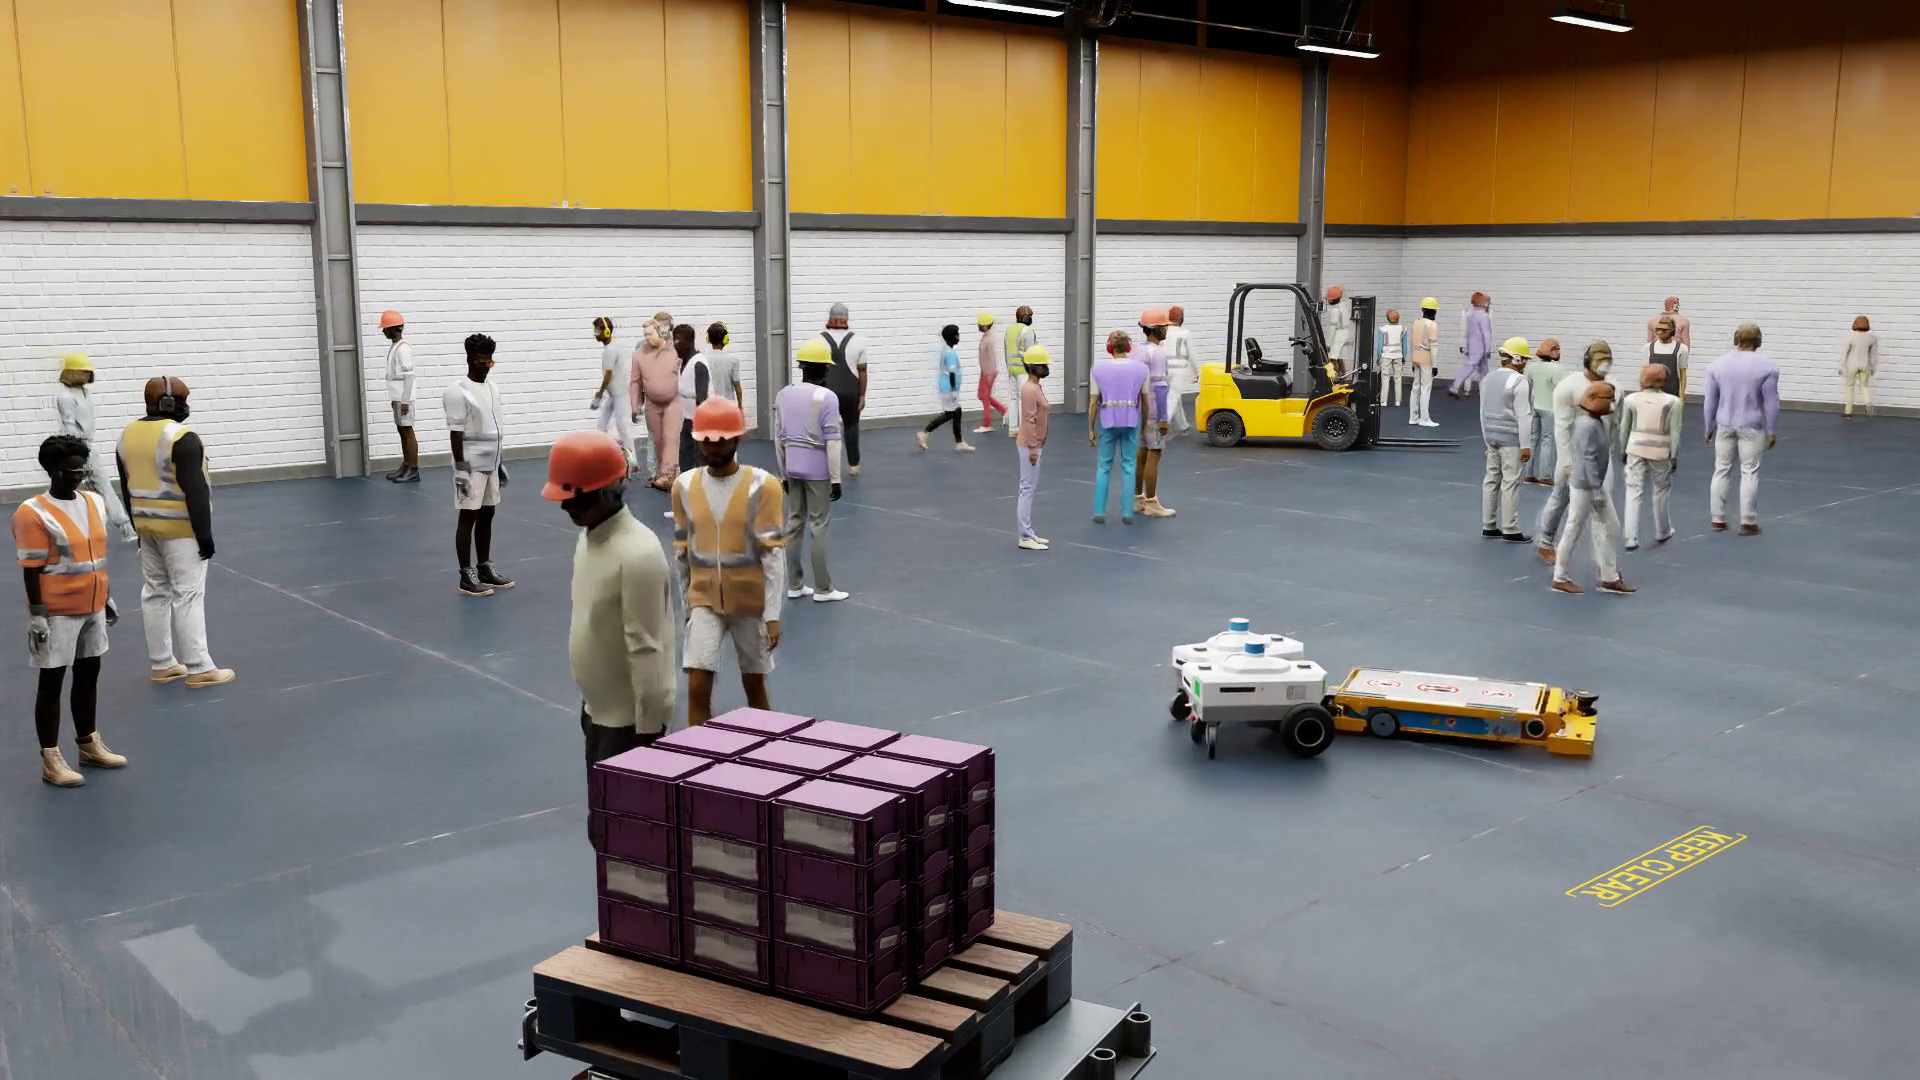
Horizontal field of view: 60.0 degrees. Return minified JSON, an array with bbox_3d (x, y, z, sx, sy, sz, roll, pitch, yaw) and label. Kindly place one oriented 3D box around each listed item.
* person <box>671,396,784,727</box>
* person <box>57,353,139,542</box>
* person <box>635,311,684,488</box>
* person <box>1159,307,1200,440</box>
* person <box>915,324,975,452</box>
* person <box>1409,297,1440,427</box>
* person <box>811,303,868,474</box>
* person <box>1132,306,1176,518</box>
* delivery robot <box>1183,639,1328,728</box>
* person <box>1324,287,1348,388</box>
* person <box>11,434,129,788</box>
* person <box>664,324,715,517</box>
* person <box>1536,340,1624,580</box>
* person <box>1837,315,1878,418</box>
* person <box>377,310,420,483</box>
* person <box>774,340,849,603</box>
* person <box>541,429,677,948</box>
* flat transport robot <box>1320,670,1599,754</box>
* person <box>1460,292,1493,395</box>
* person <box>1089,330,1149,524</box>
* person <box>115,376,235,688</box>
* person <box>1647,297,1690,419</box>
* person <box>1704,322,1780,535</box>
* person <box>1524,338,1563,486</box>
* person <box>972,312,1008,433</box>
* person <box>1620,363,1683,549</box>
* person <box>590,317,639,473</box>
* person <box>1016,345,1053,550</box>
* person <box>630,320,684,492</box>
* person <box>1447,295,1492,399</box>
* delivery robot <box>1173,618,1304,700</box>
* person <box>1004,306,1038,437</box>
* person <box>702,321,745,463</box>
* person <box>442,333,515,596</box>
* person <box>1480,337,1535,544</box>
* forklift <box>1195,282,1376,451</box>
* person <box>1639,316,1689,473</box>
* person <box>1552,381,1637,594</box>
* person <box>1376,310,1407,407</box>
[{"bbox_3d":[-1.065,0.309,7.529,0.563,1.908,0.819,1,10,9],"label":"person"},{"bbox_3d":[-7.562,-0.768,14.430,0.899,1.695,0.515,0,10,-2],"label":"person"},{"bbox_3d":[-3.244,-1.540,18.256,0.632,1.940,0.372,-1,10,-8],"label":"person"},{"bbox_3d":[3.017,-2.303,23.039,0.972,1.837,0.588,-9,13,-42],"label":"person"},{"bbox_3d":[-0.193,-1.954,21.441,0.740,1.672,0.539,-1,10,-5],"label":"person"},{"bbox_3d":[6.947,-2.655,24.815,0.372,1.925,0.595,-3,10,-19],"label":"person"},{"bbox_3d":[-1.404,-1.734,19.093,0.687,2.000,0.950,-1,10,-5],"label":"person"},{"bbox_3d":[1.881,-1.241,16.185,0.370,2.048,0.607,-3,10,-18],"label":"person"},{"bbox_3d":[1.513,0.757,8.578,0.707,0.478,0.477,-1,10,-3],"label":"delivery robot"},{"bbox_3d":[6.850,-3.606,30.240,0.392,1.993,0.753,6,11,30],"label":"person"},{"bbox_3d":[-4.296,0.328,8.037,0.320,1.690,0.537,3,10,15],"label":"person"},{"bbox_3d":[-2.492,-1.157,16.194,0.773,1.884,0.640,-5,11,-25],"label":"person"},{"bbox_3d":[4.986,-0.662,13.310,0.617,1.887,1.043,-1,10,-9],"label":"person"},{"bbox_3d":[13.965,-2.680,25.853,0.521,1.621,0.537,1,10,5],"label":"person"},{"bbox_3d":[-6.286,-1.601,18.636,0.376,1.931,0.542,-5,11,-29],"label":"person"},{"bbox_3d":[-1.095,-0.502,12.222,0.589,1.924,0.384,7,12,36],"label":"person"},{"bbox_3d":[-1.141,0.581,5.763,0.592,1.959,0.699,-6,11,-31],"label":"person"},{"bbox_3d":[2.637,0.893,8.887,1.431,0.197,0.652,4,10,22],"label":"flat transport robot"},{"bbox_3d":[9.389,-3.566,30.280,0.573,1.883,0.356,2,10,10],"label":"person"},{"bbox_3d":[1.495,-1.055,15.697,0.567,1.844,0.426,0,10,-1],"label":"person"},{"bbox_3d":[-4.627,-0.045,9.801,0.619,1.840,0.430,5,11,26],"label":"person"},{"bbox_3d":[11.033,-2.826,25.904,0.641,1.901,0.401,9,13,42],"label":"person"},{"bbox_3d":[7.127,-1.016,15.187,0.635,1.936,0.355,9,13,42],"label":"person"},{"bbox_3d":[6.476,-1.417,18.426,0.268,1.630,0.507,-5,11,-25],"label":"person"},{"bbox_3d":[0.453,-2.401,23.847,0.521,1.741,0.555,-2,10,-10],"label":"person"},{"bbox_3d":[6.032,-0.736,14.507,0.535,1.596,0.830,8,12,38],"label":"person"},{"bbox_3d":[-4.074,-1.650,19.228,0.747,1.829,0.514,-4,10,-20],"label":"person"},{"bbox_3d":[0.649,-0.805,14.452,0.316,1.769,0.523,1,10,6],"label":"person"},{"bbox_3d":[-3.221,-1.438,17.942,0.702,1.847,0.959,1,10,9],"label":"person"},{"bbox_3d":[9.116,-3.397,29.411,0.979,1.856,0.643,1,10,4],"label":"person"},{"bbox_3d":[1.518,0.671,9.080,0.707,0.478,0.477,-5,11,-27],"label":"delivery robot"},{"bbox_3d":[0.877,-2.337,23.213,0.429,1.839,0.634,-6,11,-31],"label":"person"},{"bbox_3d":[-2.454,-1.289,16.980,0.520,1.873,0.328,1,10,5],"label":"person"},{"bbox_3d":[-3.617,-0.571,12.522,0.376,1.959,0.600,3,10,16],"label":"person"},{"bbox_3d":[4.864,-0.882,14.746,0.403,1.822,0.588,-4,10,-21],"label":"person"},{"bbox_3d":[4.328,-2.346,22.227,2.313,2.155,1.214,3,10,16],"label":"forklift"},{"bbox_3d":[8.149,-1.673,19.313,0.517,1.841,0.325,6,12,33],"label":"person"},{"bbox_3d":[4.773,-0.367,12.357,0.700,1.610,0.508,7,12,37],"label":"person"},{"bbox_3d":[7.258,-3.050,27.975,0.522,1.637,0.306,-1,10,-6],"label":"person"}]
